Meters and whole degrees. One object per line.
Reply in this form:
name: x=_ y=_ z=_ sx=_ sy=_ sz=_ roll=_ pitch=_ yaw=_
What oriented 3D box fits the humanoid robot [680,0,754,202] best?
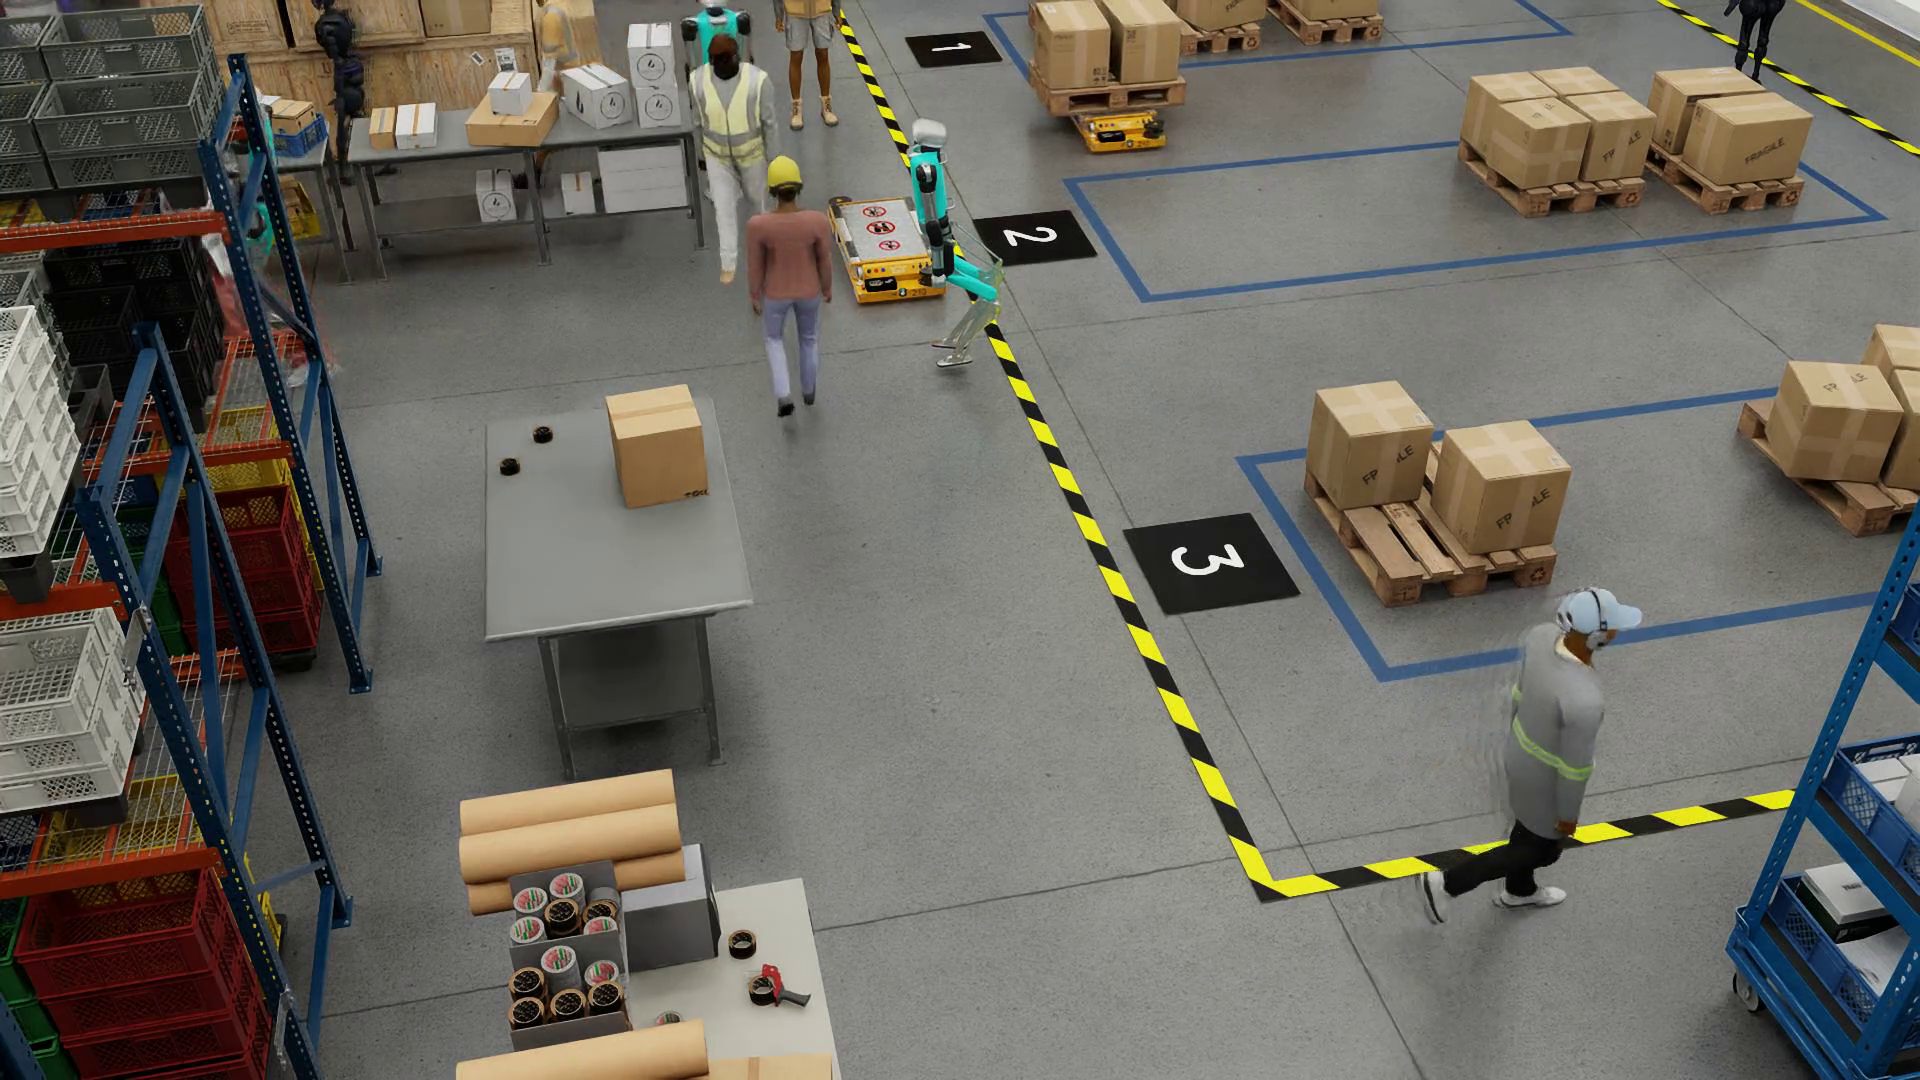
humanoid robot: x=-1.889 y=-3.515 z=13.024 sx=0.561 sy=1.758 sz=0.709 roll=-11 pitch=38 yaw=-14

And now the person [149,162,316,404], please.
person: x=-4.742 y=-1.717 z=10.524 sx=0.914 sy=1.864 sz=0.623 roll=-16 pitch=39 yaw=-20

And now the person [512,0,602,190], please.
person: x=-3.185 y=-3.625 z=13.077 sx=0.992 sy=1.882 sz=0.547 roll=-13 pitch=39 yaw=-17

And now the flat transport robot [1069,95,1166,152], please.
flat transport robot: x=1.289 y=-3.815 z=14.658 sx=0.652 sy=0.197 sz=1.431 roll=-8 pitch=37 yaw=-10

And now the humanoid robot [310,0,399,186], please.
humanoid robot: x=-4.967 y=-3.635 z=13.266 sx=0.671 sy=1.639 sz=0.589 roll=-10 pitch=38 yaw=-13

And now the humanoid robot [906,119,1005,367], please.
humanoid robot: x=0.032 y=-1.916 z=10.783 sx=0.735 sy=1.681 sz=0.533 roll=-2 pitch=37 yaw=-2

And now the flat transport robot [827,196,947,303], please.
flat transport robot: x=-0.570 y=-2.220 z=12.538 sx=0.659 sy=0.231 sz=1.431 roll=-8 pitch=37 yaw=-10

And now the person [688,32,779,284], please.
person: x=-1.616 y=-2.820 z=12.106 sx=0.635 sy=1.844 sz=0.834 roll=0 pitch=37 yaw=1

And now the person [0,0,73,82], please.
person: x=-7.760 y=-4.311 z=13.914 sx=0.622 sy=1.981 sz=1.078 roll=-28 pitch=45 yaw=-32

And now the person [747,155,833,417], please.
person: x=-1.048 y=-1.556 z=10.400 sx=0.529 sy=1.756 sz=0.563 roll=-5 pitch=37 yaw=-7

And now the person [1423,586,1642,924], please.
person: x=2.395 y=0.944 z=6.969 sx=0.649 sy=1.836 sz=0.592 roll=-1 pitch=37 yaw=-1

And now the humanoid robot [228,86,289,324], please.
humanoid robot: x=-4.901 y=-2.171 z=11.315 sx=0.731 sy=1.868 sz=0.531 roll=0 pitch=37 yaw=0

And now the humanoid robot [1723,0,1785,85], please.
humanoid robot: x=7.205 y=-4.903 z=14.951 sx=0.599 sy=1.657 sz=0.315 roll=-13 pitch=39 yaw=-17

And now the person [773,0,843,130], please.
person: x=-1.288 y=-4.515 z=14.134 sx=0.606 sy=2.048 sz=0.366 roll=-8 pitch=37 yaw=-11
